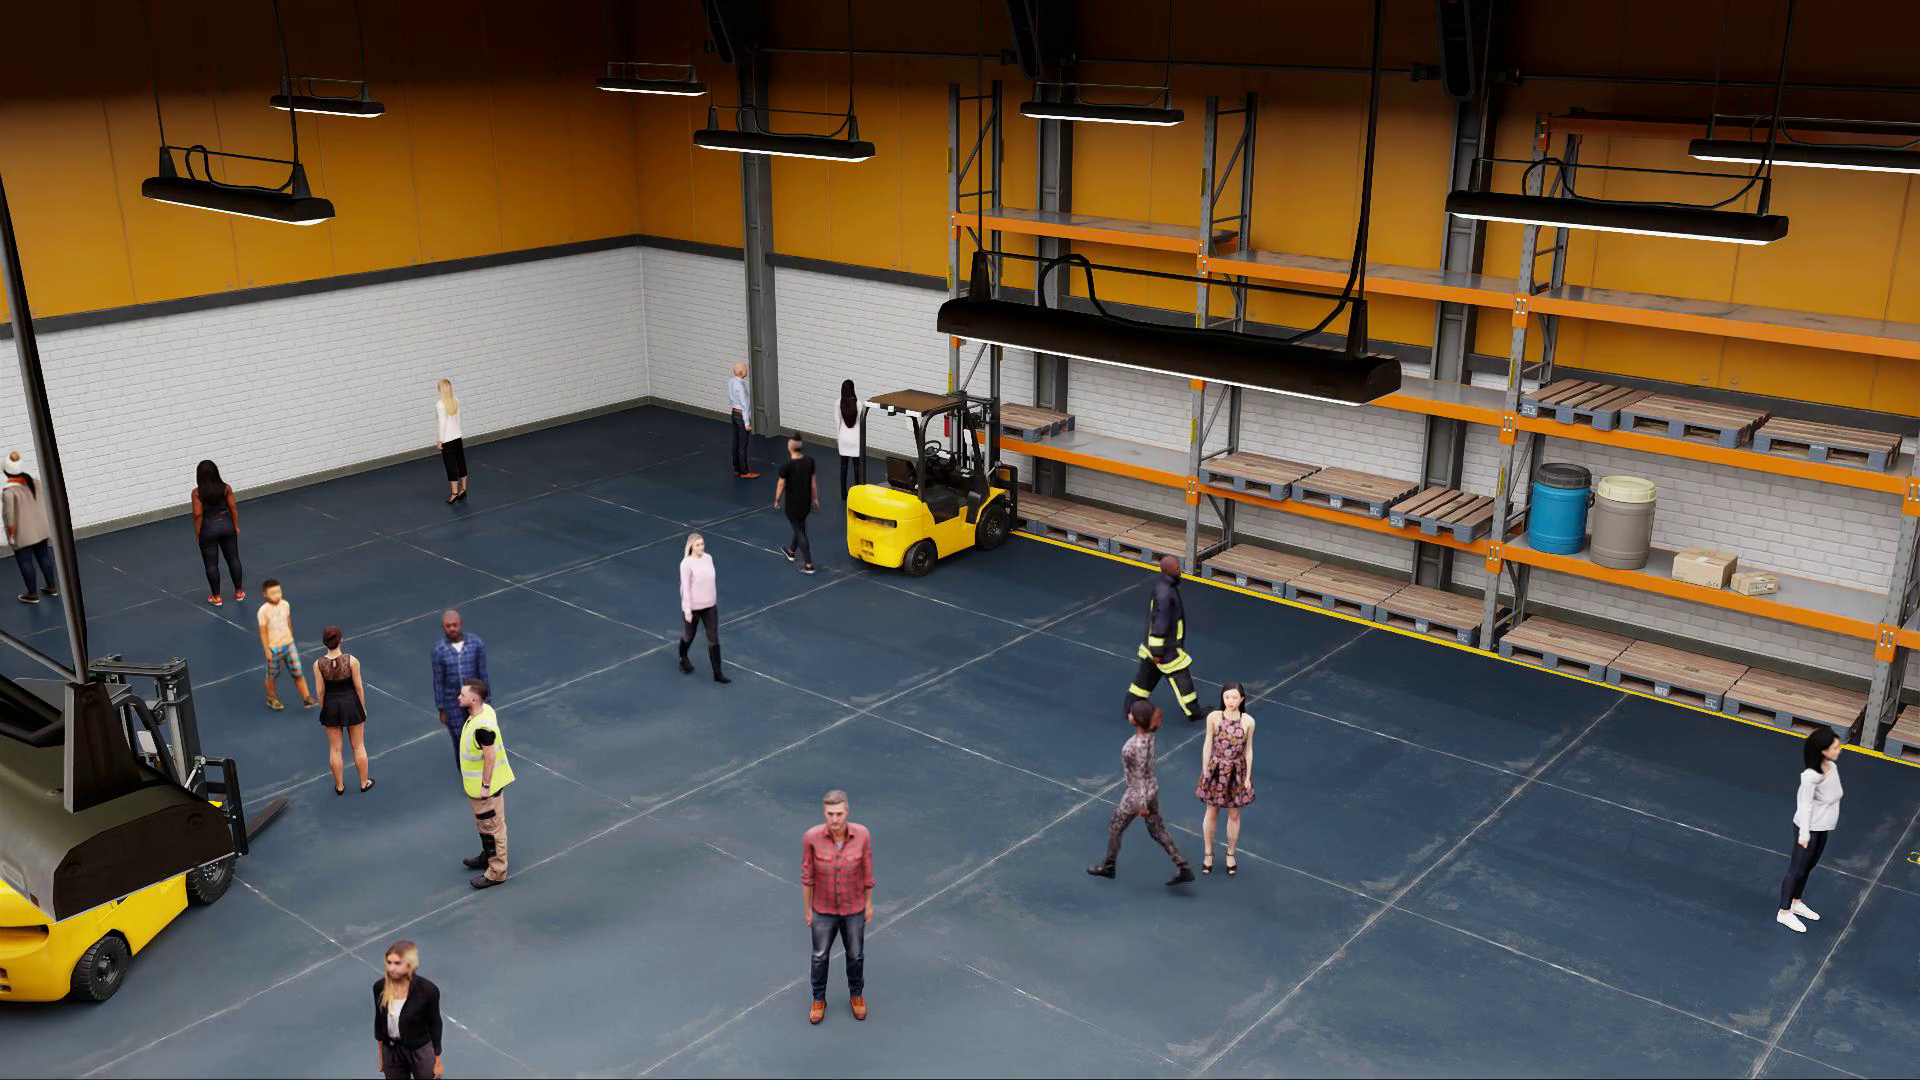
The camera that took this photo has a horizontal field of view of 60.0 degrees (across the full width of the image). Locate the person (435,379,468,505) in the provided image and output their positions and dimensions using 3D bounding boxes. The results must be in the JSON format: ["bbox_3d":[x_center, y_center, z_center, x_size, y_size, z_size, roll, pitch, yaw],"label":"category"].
[{"bbox_3d":[-7.419,-1.439,24.218,0.624,1.858,0.675,8,20,22],"label":"person"}]

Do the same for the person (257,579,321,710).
[{"bbox_3d":[-7.154,1.098,17.349,0.951,1.434,0.597,12,22,33],"label":"person"}]

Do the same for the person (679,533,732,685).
[{"bbox_3d":[-2.898,0.723,18.128,0.711,1.648,1.140,-17,25,-40],"label":"person"}]

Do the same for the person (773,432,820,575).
[{"bbox_3d":[-2.018,-0.459,21.348,0.803,1.833,1.109,-15,24,-38],"label":"person"}]

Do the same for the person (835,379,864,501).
[{"bbox_3d":[-1.616,-1.471,24.390,0.630,1.809,0.748,4,19,11],"label":"person"}]

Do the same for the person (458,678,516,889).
[{"bbox_3d":[-4.019,2.007,14.002,0.897,1.847,0.820,-7,20,-19],"label":"person"}]

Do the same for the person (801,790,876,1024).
[{"bbox_3d":[-0.887,2.647,12.129,0.750,1.830,0.799,-3,19,-7],"label":"person"}]

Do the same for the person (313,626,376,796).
[{"bbox_3d":[-5.780,1.578,15.545,0.679,1.675,0.721,-4,19,-13],"label":"person"}]

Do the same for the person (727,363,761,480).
[{"bbox_3d":[-3.360,-1.843,25.520,0.770,1.791,0.625,-11,21,-29],"label":"person"}]

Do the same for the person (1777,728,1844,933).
[{"bbox_3d":[6.839,2.300,13.366,0.640,1.698,0.589,-17,25,-40],"label":"person"}]

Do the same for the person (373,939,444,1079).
[{"bbox_3d":[-3.462,3.273,10.518,0.636,1.671,0.736,2,19,6],"label":"person"}]

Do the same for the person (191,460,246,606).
[{"bbox_3d":[-9.090,-0.110,20.338,0.730,1.816,0.686,-13,23,-35],"label":"person"}]

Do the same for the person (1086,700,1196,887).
[{"bbox_3d":[1.600,2.154,13.845,1.224,1.669,0.870,6,20,18],"label":"person"}]

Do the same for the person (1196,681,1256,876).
[{"bbox_3d":[2.260,2.016,14.092,0.777,1.773,0.856,3,19,8],"label":"person"}]

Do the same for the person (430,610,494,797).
[{"bbox_3d":[-4.682,1.482,15.628,0.837,1.805,0.923,-9,21,-25],"label":"person"}]

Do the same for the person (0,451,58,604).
[{"bbox_3d":[-11.430,-0.174,20.399,0.771,1.899,0.774,8,20,21],"label":"person"}]

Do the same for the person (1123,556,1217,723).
[{"bbox_3d":[2.004,1.030,17.014,1.330,1.777,1.156,3,19,7],"label":"person"}]
